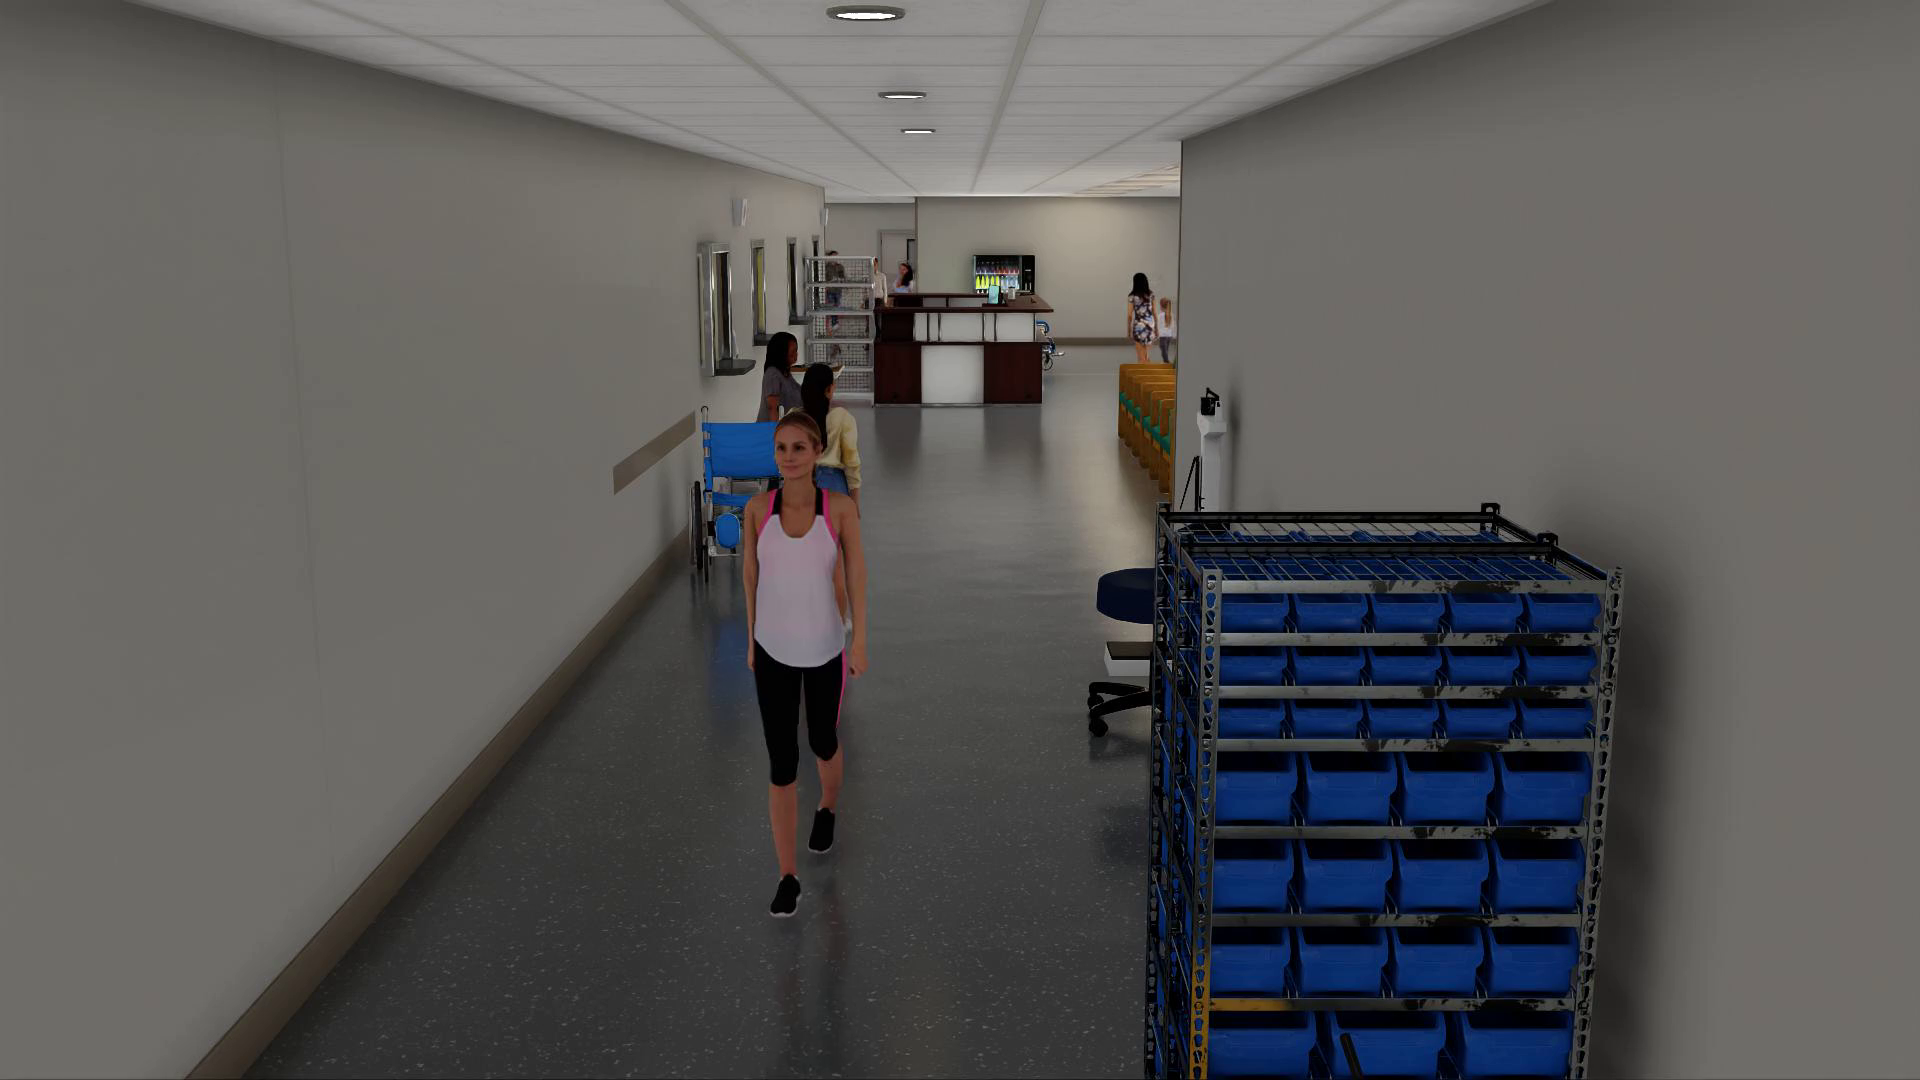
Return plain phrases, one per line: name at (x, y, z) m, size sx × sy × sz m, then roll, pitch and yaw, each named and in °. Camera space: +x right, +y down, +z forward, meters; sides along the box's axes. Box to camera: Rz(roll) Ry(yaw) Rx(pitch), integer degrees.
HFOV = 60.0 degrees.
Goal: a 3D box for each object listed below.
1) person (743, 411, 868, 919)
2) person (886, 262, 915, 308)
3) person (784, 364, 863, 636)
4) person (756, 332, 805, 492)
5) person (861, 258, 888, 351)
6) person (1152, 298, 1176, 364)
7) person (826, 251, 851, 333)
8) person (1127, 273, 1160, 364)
person at (-0.554, 0.423, 6.146) m, size 1.088 × 1.743 × 0.733 m, roll 1°, pitch 11°, yaw 5°
person at (-0.904, -3.865, 28.743) m, size 1.276 × 1.744 × 1.164 m, roll -9°, pitch 14°, yaw -39°
person at (-0.828, -0.240, 9.938) m, size 0.544 × 1.631 × 0.739 m, roll 2°, pitch 11°, yaw 10°
person at (-1.468, -0.863, 13.300) m, size 0.633 × 1.603 × 0.630 m, roll 0°, pitch 11°, yaw -1°
person at (-1.675, -4.619, 32.539) m, size 0.476 × 1.809 × 0.733 m, roll -1°, pitch 11°, yaw -3°
person at (3.355, -3.255, 26.814) m, size 0.675 × 1.264 × 0.722 m, roll -7°, pitch 13°, yaw -34°
person at (-2.863, -5.613, 37.756) m, size 1.185 × 1.818 × 1.097 m, roll -5°, pitch 12°, yaw -26°
person at (2.776, -3.121, 24.920) m, size 0.692 × 1.706 × 0.769 m, roll -3°, pitch 11°, yaw -16°
